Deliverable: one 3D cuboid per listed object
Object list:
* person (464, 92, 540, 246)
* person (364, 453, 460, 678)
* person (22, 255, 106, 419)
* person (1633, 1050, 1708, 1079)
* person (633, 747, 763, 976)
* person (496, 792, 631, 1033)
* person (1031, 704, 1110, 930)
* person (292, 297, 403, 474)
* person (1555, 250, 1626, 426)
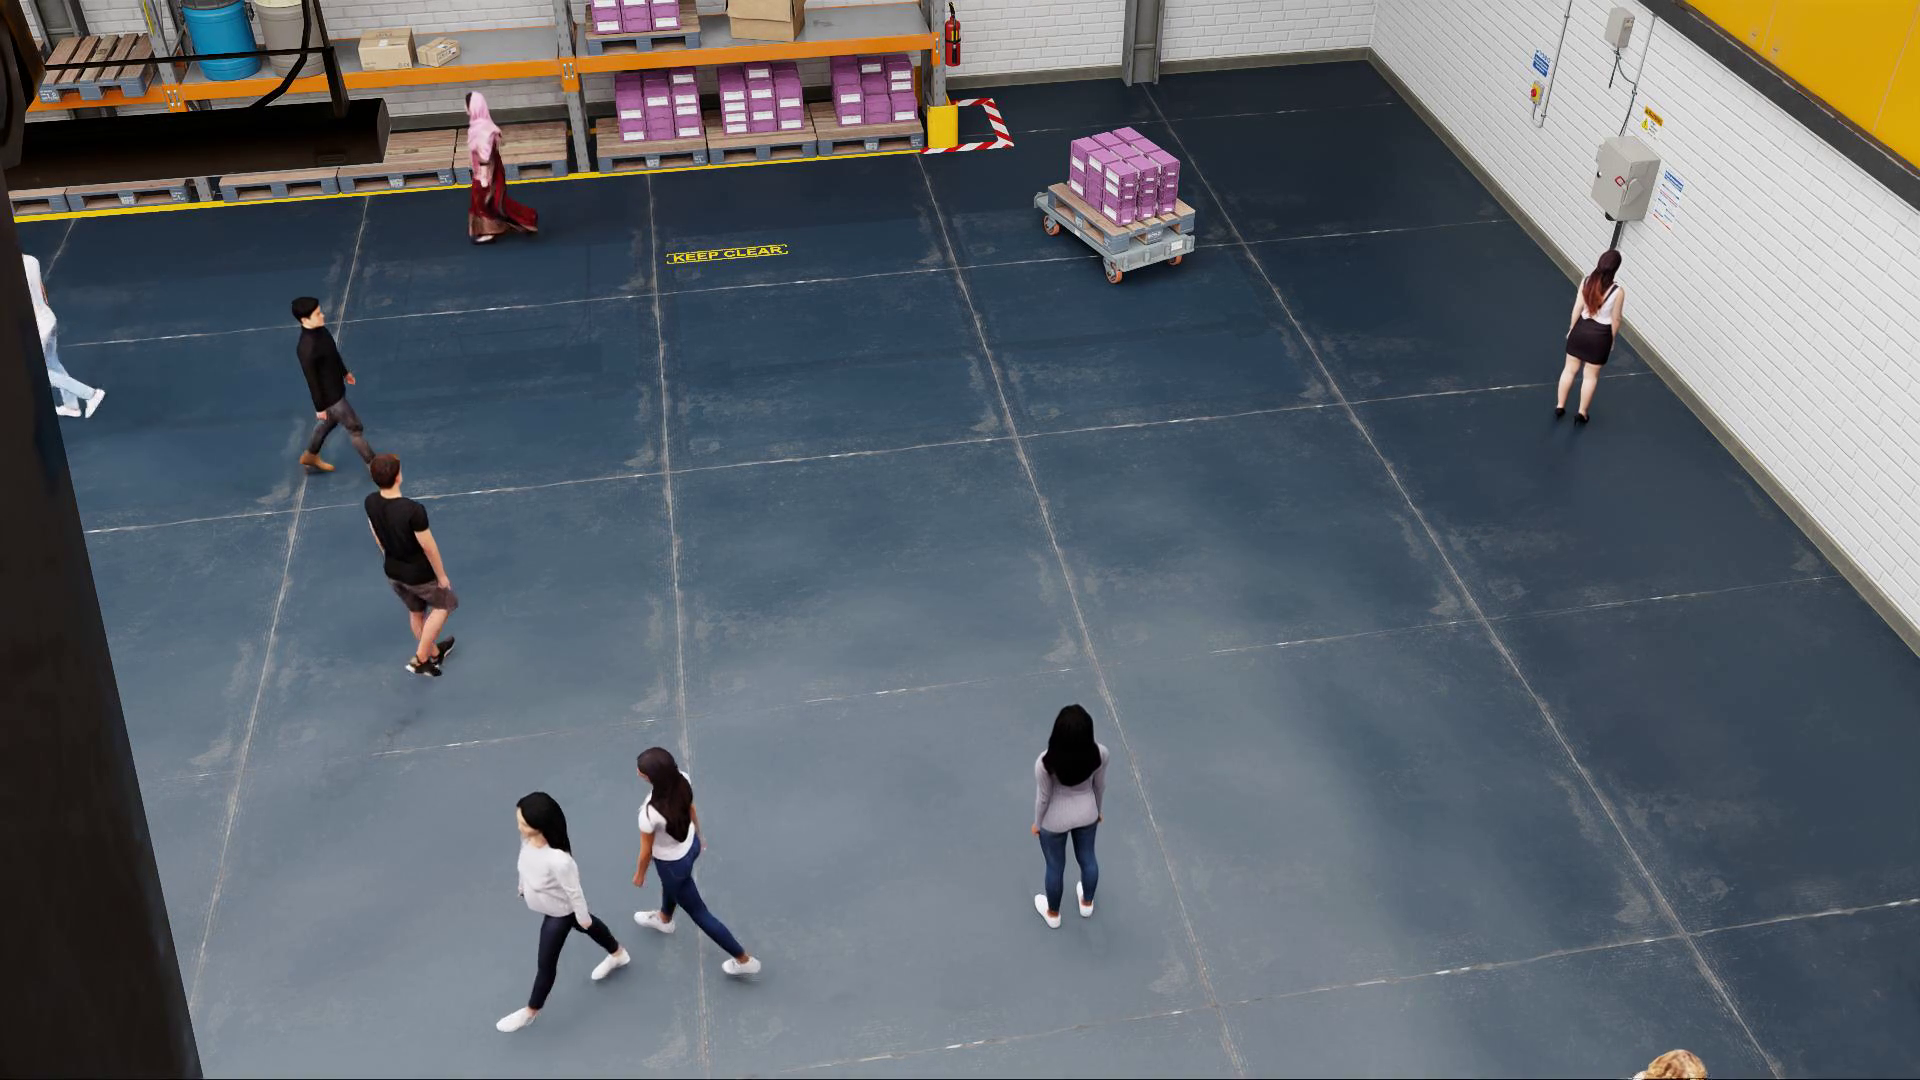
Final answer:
[{"bbox_3d":[-4.648,-3.696,16.644,1.004,1.617,0.783,-15,41,-18],"label":"person"},{"bbox_3d":[-3.845,0.242,11.524,0.922,1.854,0.968,15,41,18],"label":"person"},{"bbox_3d":[-7.715,-1.782,14.072,0.836,1.835,0.693,-3,39,-4],"label":"person"},{"bbox_3d":[3.202,3.059,8.157,0.636,1.653,0.575,-6,39,-7],"label":"person"},{"bbox_3d":[-1.537,1.911,9.588,1.215,1.661,0.964,13,40,15],"label":"person"},{"bbox_3d":[-2.206,2.023,9.457,1.193,1.651,0.967,-25,45,-28],"label":"person"},{"bbox_3d":[0.649,1.647,9.860,0.490,1.735,0.681,-10,40,-13],"label":"person"},{"bbox_3d":[-5.185,-1.227,13.482,1.038,1.704,0.643,-6,39,-7],"label":"person"},{"bbox_3d":[5.361,-1.720,14.145,0.635,1.648,0.691,25,45,28],"label":"person"}]
